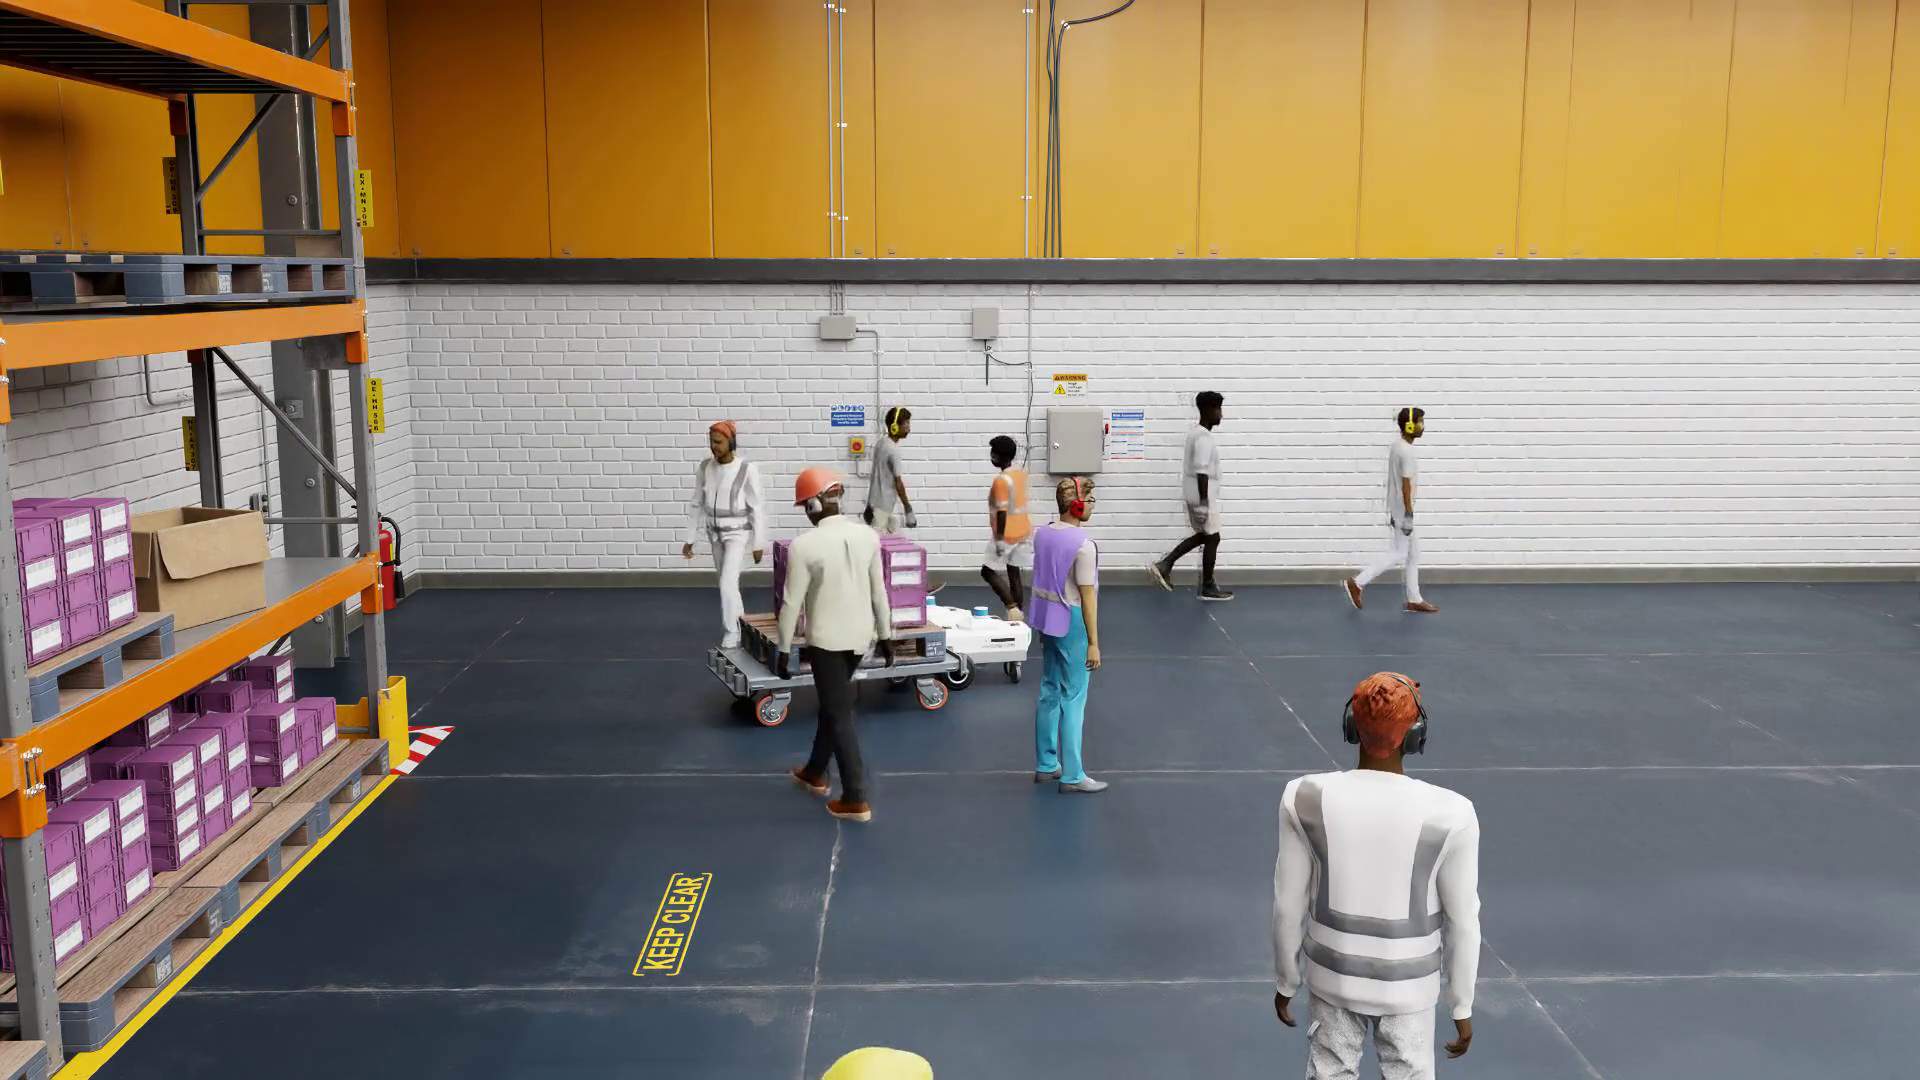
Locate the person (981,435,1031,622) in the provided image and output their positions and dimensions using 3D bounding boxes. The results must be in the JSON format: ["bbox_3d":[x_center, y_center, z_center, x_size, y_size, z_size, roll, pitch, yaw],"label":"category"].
[{"bbox_3d":[0.383,-0.040,13.794,0.369,1.680,0.523,6,11,31],"label":"person"}]

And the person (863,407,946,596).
[{"bbox_3d":[-0.613,-0.290,14.908,1.015,1.799,0.528,-2,10,-13],"label":"person"}]

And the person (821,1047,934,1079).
[{"bbox_3d":[-0.275,1.714,2.972,0.572,1.692,0.901,6,11,31],"label":"person"}]

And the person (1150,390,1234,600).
[{"bbox_3d":[2.151,-0.407,15.205,0.661,1.946,0.624,0,9,-2],"label":"person"}]

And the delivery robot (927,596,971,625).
[{"bbox_3d":[-0.241,0.668,12.586,0.477,0.478,0.707,8,12,42],"label":"delivery robot"}]

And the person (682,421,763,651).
[{"bbox_3d":[-1.866,0.022,12.870,0.599,1.855,0.769,6,11,34],"label":"person"}]

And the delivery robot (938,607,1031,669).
[{"bbox_3d":[0.155,0.732,12.192,0.707,0.478,0.477,-2,9,-13],"label":"delivery robot"}]

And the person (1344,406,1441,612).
[{"bbox_3d":[3.835,-0.258,14.643,0.797,1.845,0.519,1,9,7],"label":"person"}]

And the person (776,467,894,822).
[{"bbox_3d":[-0.764,0.555,9.368,0.672,1.918,0.980,-9,13,-44],"label":"person"}]

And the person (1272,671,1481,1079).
[{"bbox_3d":[1.207,1.313,4.862,0.583,1.879,0.337,4,10,21],"label":"person"}]

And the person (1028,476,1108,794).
[{"bbox_3d":[0.607,0.548,9.662,0.373,1.843,0.571,-5,11,-29],"label":"person"}]
